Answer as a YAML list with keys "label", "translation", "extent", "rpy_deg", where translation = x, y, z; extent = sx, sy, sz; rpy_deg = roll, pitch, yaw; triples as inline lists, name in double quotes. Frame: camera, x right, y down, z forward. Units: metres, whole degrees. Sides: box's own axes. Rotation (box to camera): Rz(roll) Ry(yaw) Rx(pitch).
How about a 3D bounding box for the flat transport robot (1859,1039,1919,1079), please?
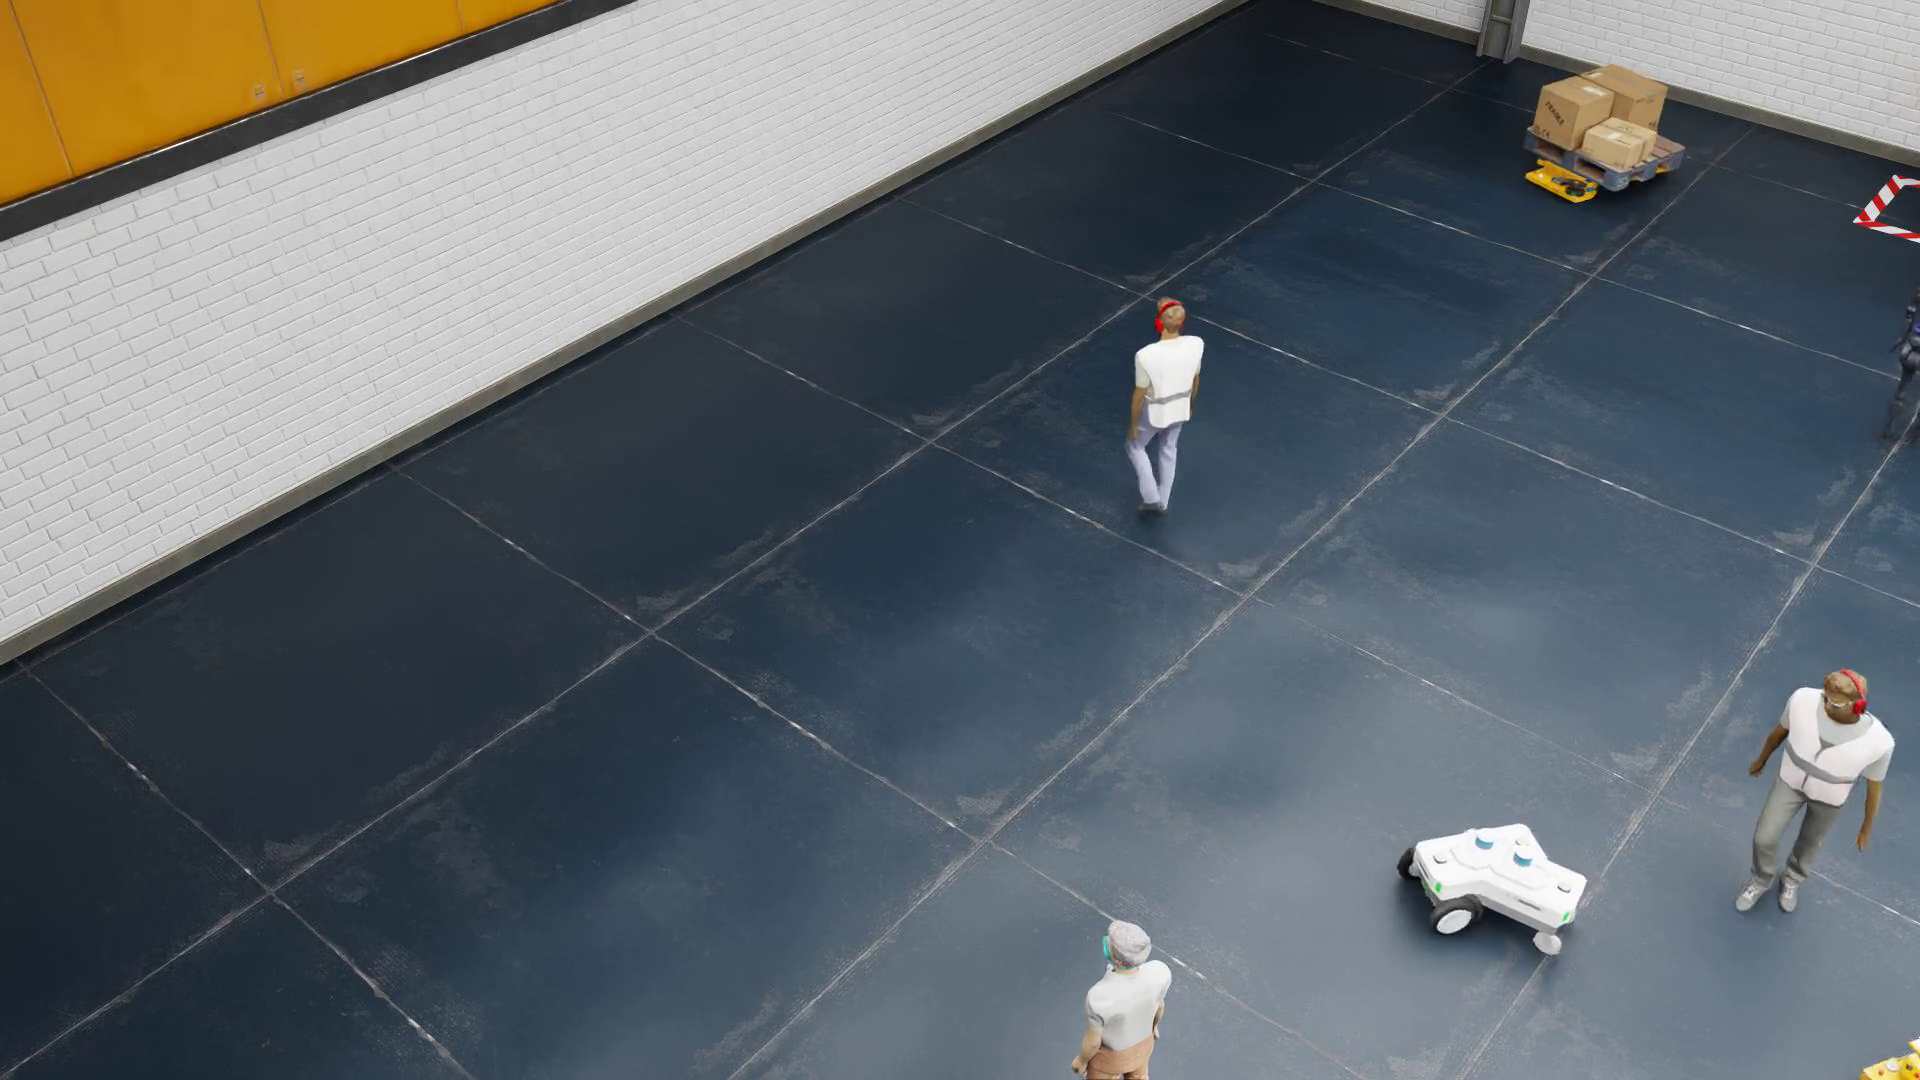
- label: "flat transport robot"
  translation: [5.566, 2.837, 8.765]
  extent: [1.431, 0.231, 0.659]
  rpy_deg: [-13, 41, -16]

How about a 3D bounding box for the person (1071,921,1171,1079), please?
- label: "person"
  translation: [0.771, 2.436, 8.082]
  extent: [0.485, 1.749, 0.316]
  rpy_deg: [-20, 43, -23]

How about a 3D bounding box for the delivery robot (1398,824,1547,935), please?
- label: "delivery robot"
  translation: [2.992, 1.915, 9.675]
  extent: [0.773, 0.586, 0.499]
  rpy_deg: [-8, 40, -10]

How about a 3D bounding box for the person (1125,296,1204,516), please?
- label: "person"
  translation: [1.484, -0.940, 12.205]
  extent: [0.578, 1.831, 0.456]
  rpy_deg: [-17, 42, -20]

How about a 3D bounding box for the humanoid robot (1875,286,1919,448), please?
- label: "humanoid robot"
  translation: [7.603, -1.491, 13.014]
  extent: [0.595, 1.660, 0.340]
  rpy_deg: [32, 49, 33]

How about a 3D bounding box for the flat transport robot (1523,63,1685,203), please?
- label: "flat transport robot"
  translation: [6.542, -3.821, 17.029]
  extent: [1.431, 0.231, 0.659]
  rpy_deg: [-22, 44, -25]

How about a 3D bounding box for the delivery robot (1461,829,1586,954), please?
- label: "delivery robot"
  translation: [3.175, 1.989, 9.597]
  extent: [0.794, 0.603, 0.499]
  rpy_deg: [22, 44, 25]

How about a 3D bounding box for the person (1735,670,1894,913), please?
- label: "person"
  translation: [4.752, 1.433, 9.272]
  extent: [0.724, 1.810, 0.613]
  rpy_deg: [29, 47, 31]
